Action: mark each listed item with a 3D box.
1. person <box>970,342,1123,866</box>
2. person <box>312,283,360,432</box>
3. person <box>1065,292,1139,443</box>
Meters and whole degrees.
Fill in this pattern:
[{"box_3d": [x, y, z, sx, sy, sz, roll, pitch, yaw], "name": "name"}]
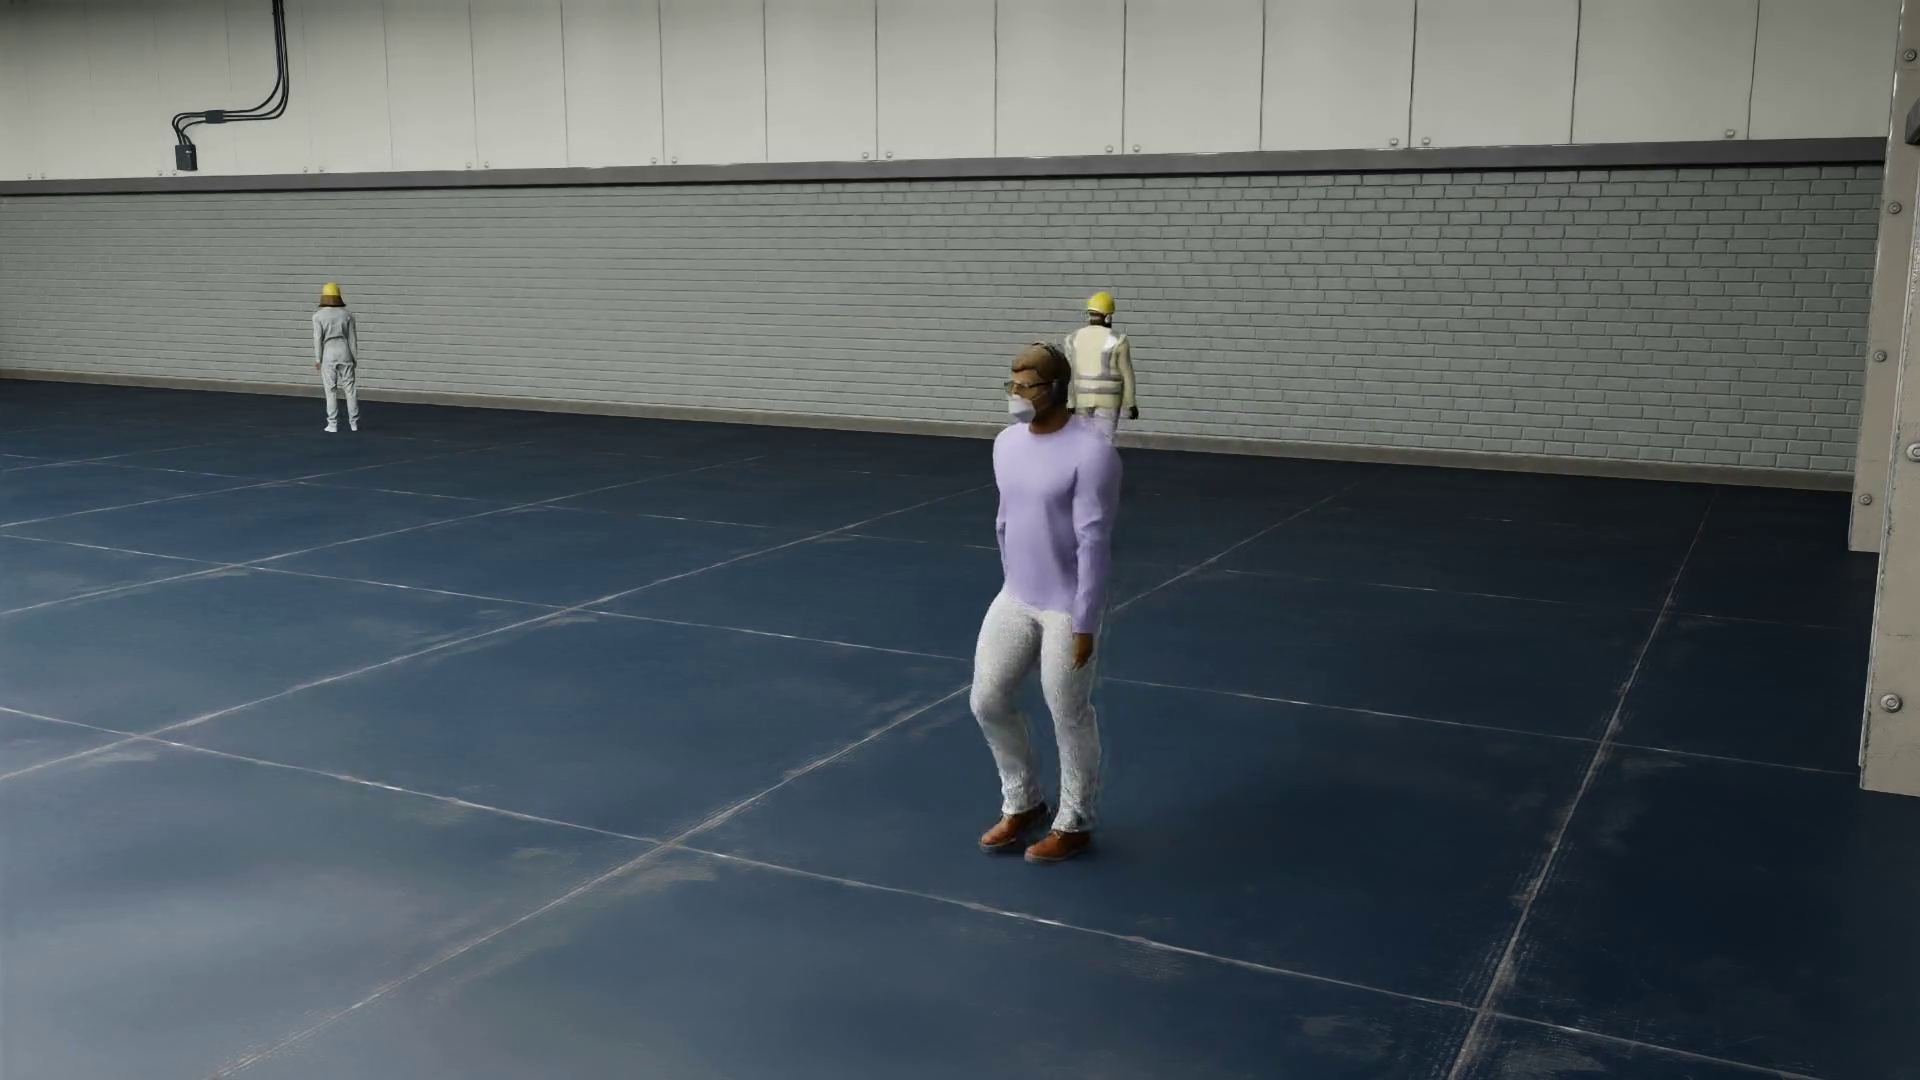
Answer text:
[{"box_3d": [0.298, 0.254, 5.997, 0.530, 1.921, 0.633, -10, 14, -43], "name": "person"}, {"box_3d": [-7.329, -2.141, 19.533, 0.492, 1.742, 0.321, -7, 13, -34], "name": "person"}, {"box_3d": [1.230, -1.207, 14.245, 0.606, 1.821, 0.517, 8, 13, 37], "name": "person"}]
